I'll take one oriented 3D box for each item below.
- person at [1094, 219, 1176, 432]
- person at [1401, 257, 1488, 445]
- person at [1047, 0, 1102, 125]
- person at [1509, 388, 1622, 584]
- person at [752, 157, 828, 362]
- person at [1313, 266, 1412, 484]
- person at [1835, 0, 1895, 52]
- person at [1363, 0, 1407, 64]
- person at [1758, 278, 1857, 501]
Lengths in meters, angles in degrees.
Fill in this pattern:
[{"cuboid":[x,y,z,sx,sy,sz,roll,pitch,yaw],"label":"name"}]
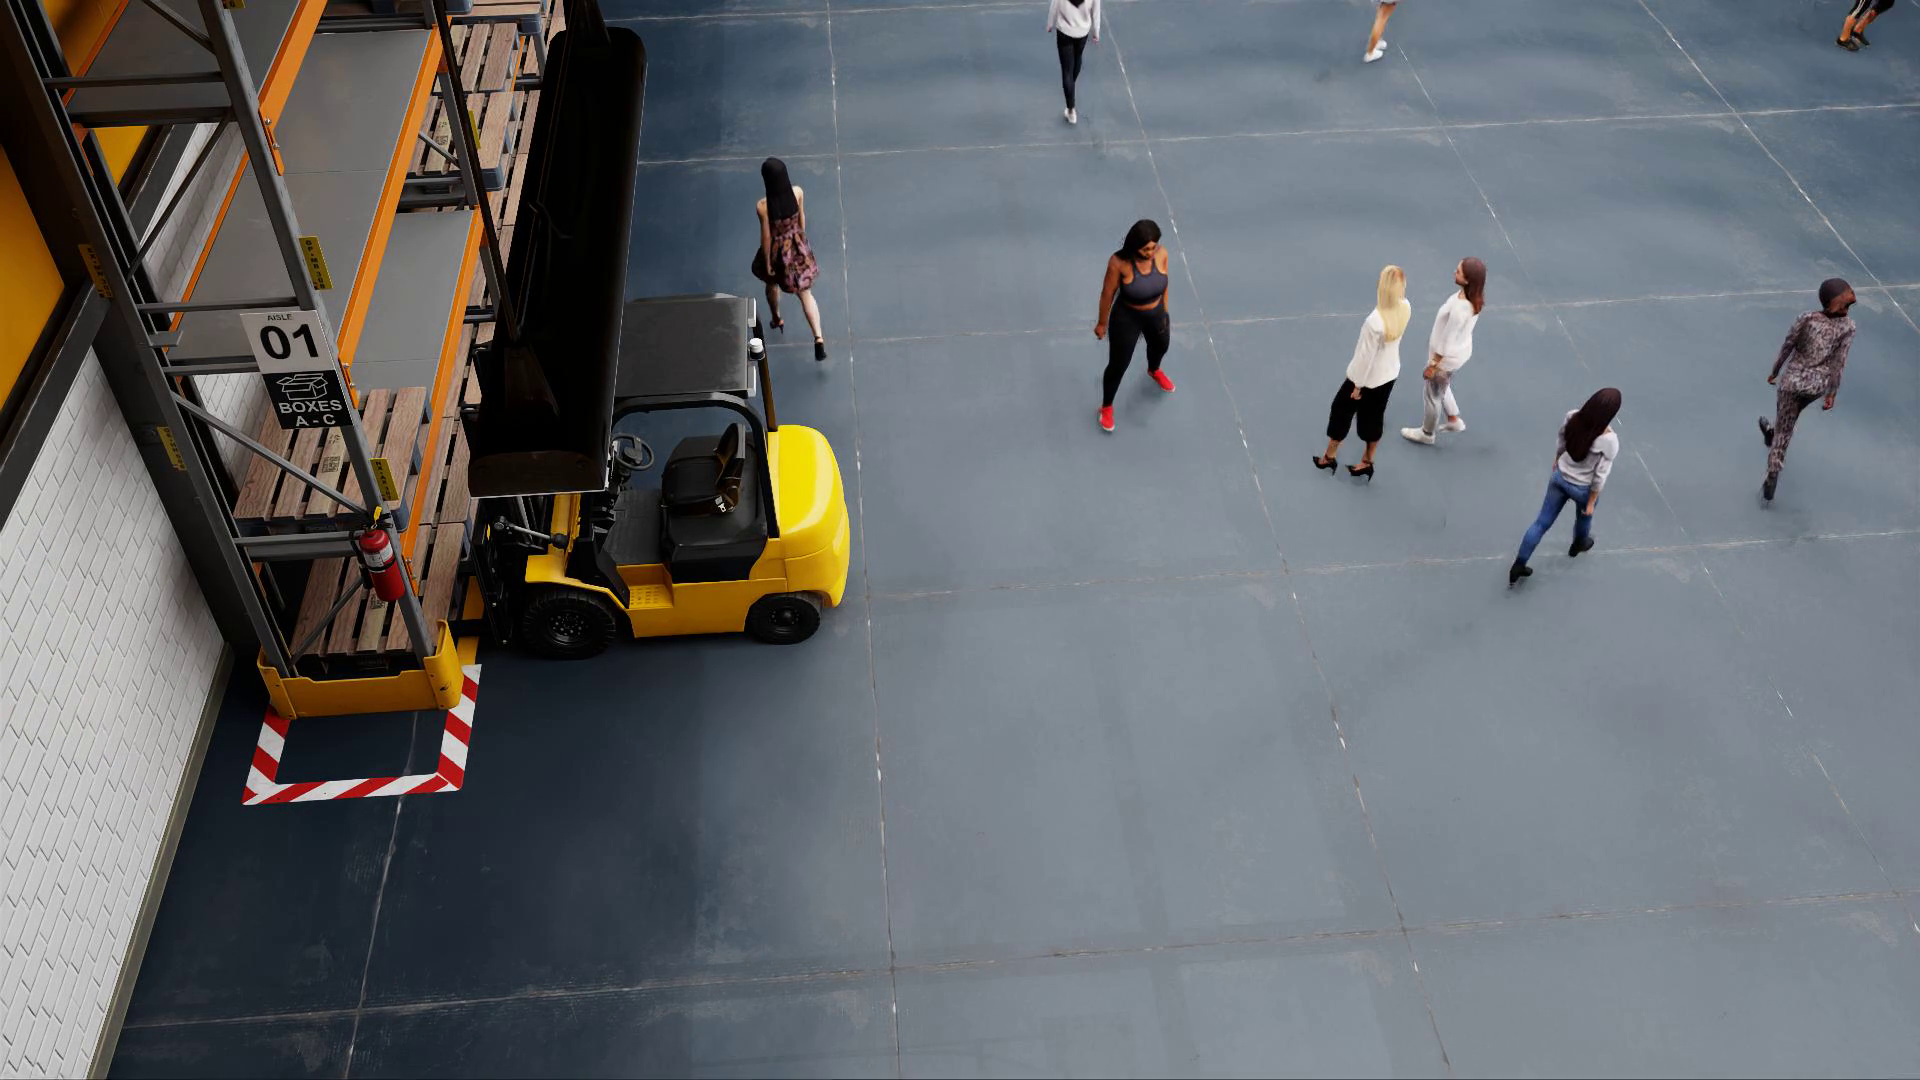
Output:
[{"cuboid":[1.316,-1.681,12.584,1.037,1.800,0.931,-15,46,-16],"label":"person"},{"cuboid":[3.686,-1.367,12.343,0.846,1.679,0.784,22,48,21],"label":"person"},{"cuboid":[1.105,-4.819,15.982,0.713,1.657,1.097,-8,44,-8],"label":"person"},{"cuboid":[4.118,-0.338,11.329,1.003,1.587,1.071,-25,49,-24],"label":"person"},{"cuboid":[-1.330,-2.199,13.170,0.935,1.742,1.226,-20,47,-20],"label":"person"},{"cuboid":[3.037,-1.133,11.979,0.788,1.842,0.845,-29,51,-27],"label":"person"},{"cuboid":[9.355,-5.838,17.050,0.781,1.658,0.730,34,53,30],"label":"person"},{"cuboid":[4.295,-5.628,16.787,0.814,1.718,0.744,-29,51,-27],"label":"person"},{"cuboid":[6.094,-1.049,12.015,0.857,1.670,1.213,13,45,14],"label":"person"}]
